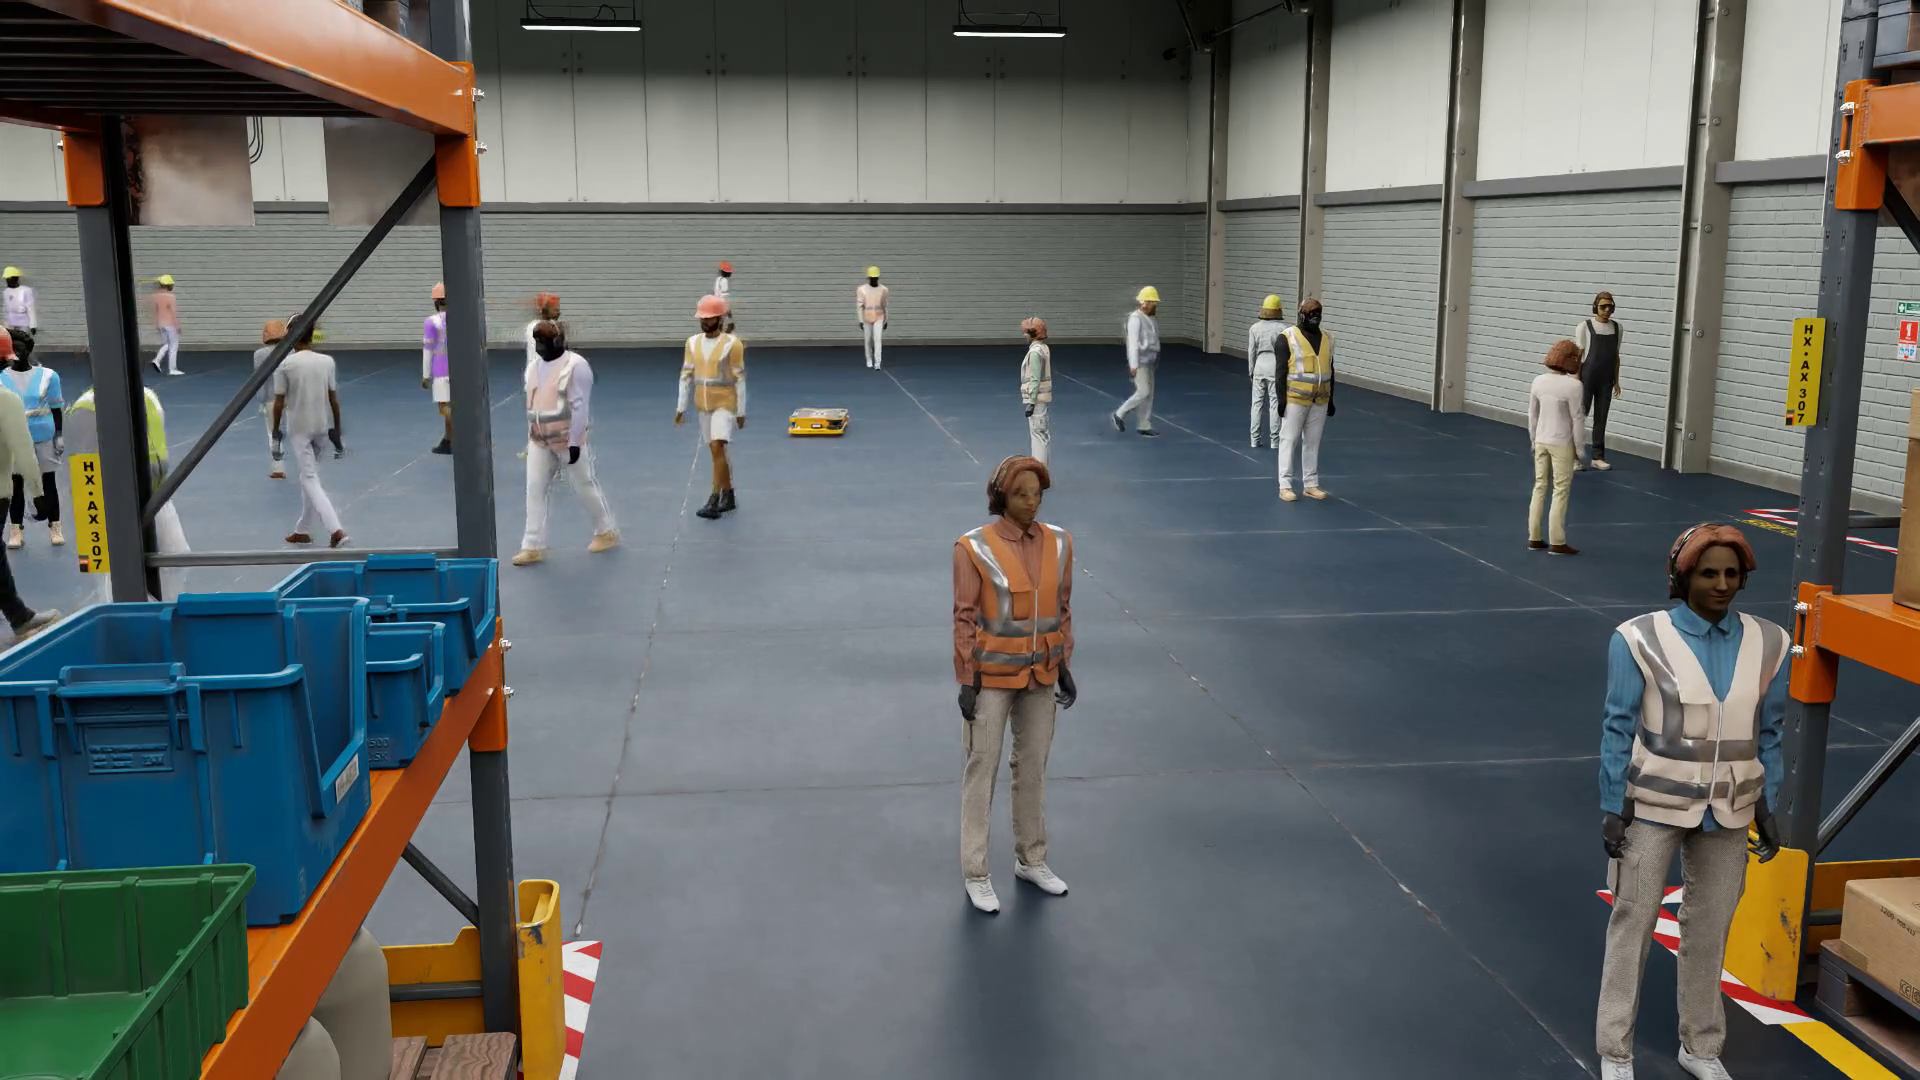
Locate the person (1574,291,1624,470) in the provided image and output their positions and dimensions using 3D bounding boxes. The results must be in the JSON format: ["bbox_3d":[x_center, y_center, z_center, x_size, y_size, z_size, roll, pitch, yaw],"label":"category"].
[{"bbox_3d":[6.585,-1.636,17.178,0.506,1.846,0.350,-1,10,-7],"label":"person"}]

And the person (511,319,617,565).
[{"bbox_3d":[-2.981,-0.752,12.445,0.617,1.809,0.932,5,11,25],"label":"person"}]

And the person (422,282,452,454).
[{"bbox_3d":[-5.559,-1.852,18.195,0.843,1.914,0.541,7,12,33],"label":"person"}]

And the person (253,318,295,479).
[{"bbox_3d":[-6.646,-1.370,16.368,0.506,1.610,0.681,-9,14,-41],"label":"person"}]

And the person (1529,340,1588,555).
[{"bbox_3d":[4.549,-0.700,12.661,0.290,1.629,0.527,-5,11,-25],"label":"person"}]

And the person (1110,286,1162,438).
[{"bbox_3d":[2.156,-2.127,19.955,0.517,1.816,0.602,6,12,30],"label":"person"}]

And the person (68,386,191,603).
[{"bbox_3d":[-4.651,-0.202,9.393,0.553,1.819,0.649,3,11,14],"label":"person"}]

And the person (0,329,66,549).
[{"bbox_3d":[-7.231,-0.781,12.901,0.536,1.697,0.318,-5,12,-26],"label":"person"}]

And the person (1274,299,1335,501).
[{"bbox_3d":[3.174,-1.281,15.240,0.620,1.845,0.429,-4,11,-21],"label":"person"}]

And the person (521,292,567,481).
[{"bbox_3d":[-4.099,-1.502,16.377,0.463,1.869,0.572,2,11,11],"label":"person"}]

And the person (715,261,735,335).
[{"bbox_3d":[-4.787,-4.700,33.807,0.433,1.904,0.666,-4,11,-21],"label":"person"}]

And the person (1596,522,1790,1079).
[{"bbox_3d":[2.015,0.759,4.609,0.515,1.641,0.308,-1,10,-3],"label":"person"}]

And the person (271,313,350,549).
[{"bbox_3d":[-4.981,-0.820,12.747,0.941,1.836,0.530,8,13,36],"label":"person"}]

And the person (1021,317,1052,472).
[{"bbox_3d":[0.736,-1.321,16.018,0.310,1.640,0.514,2,11,12],"label":"person"}]

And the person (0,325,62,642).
[{"bbox_3d":[-5.574,-0.272,9.501,0.641,1.922,1.011,3,11,14],"label":"person"}]

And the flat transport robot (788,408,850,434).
[{"bbox_3d":[-1.743,-1.484,20.664,0.652,0.197,1.431,0,10,0],"label":"flat transport robot"}]

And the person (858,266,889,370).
[{"bbox_3d":[-1.582,-4.067,30.420,0.576,1.883,0.980,-1,10,-5],"label":"person"}]

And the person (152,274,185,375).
[{"bbox_3d":[-13.804,-3.734,28.949,0.531,1.756,0.430,6,12,30],"label":"person"}]

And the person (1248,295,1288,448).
[{"bbox_3d":[3.542,-1.922,19.024,0.494,1.743,0.308,7,13,34],"label":"person"}]

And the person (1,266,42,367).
[{"bbox_3d":[-15.884,-3.659,28.087,0.604,1.908,0.455,3,11,18],"label":"person"}]

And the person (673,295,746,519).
[{"bbox_3d":[-2.173,-1.135,14.292,0.562,1.898,0.903,5,11,25],"label":"person"}]

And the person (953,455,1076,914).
[{"bbox_3d":[0.194,0.505,6.006,0.510,1.640,0.308,-7,12,-32],"label":"person"}]
